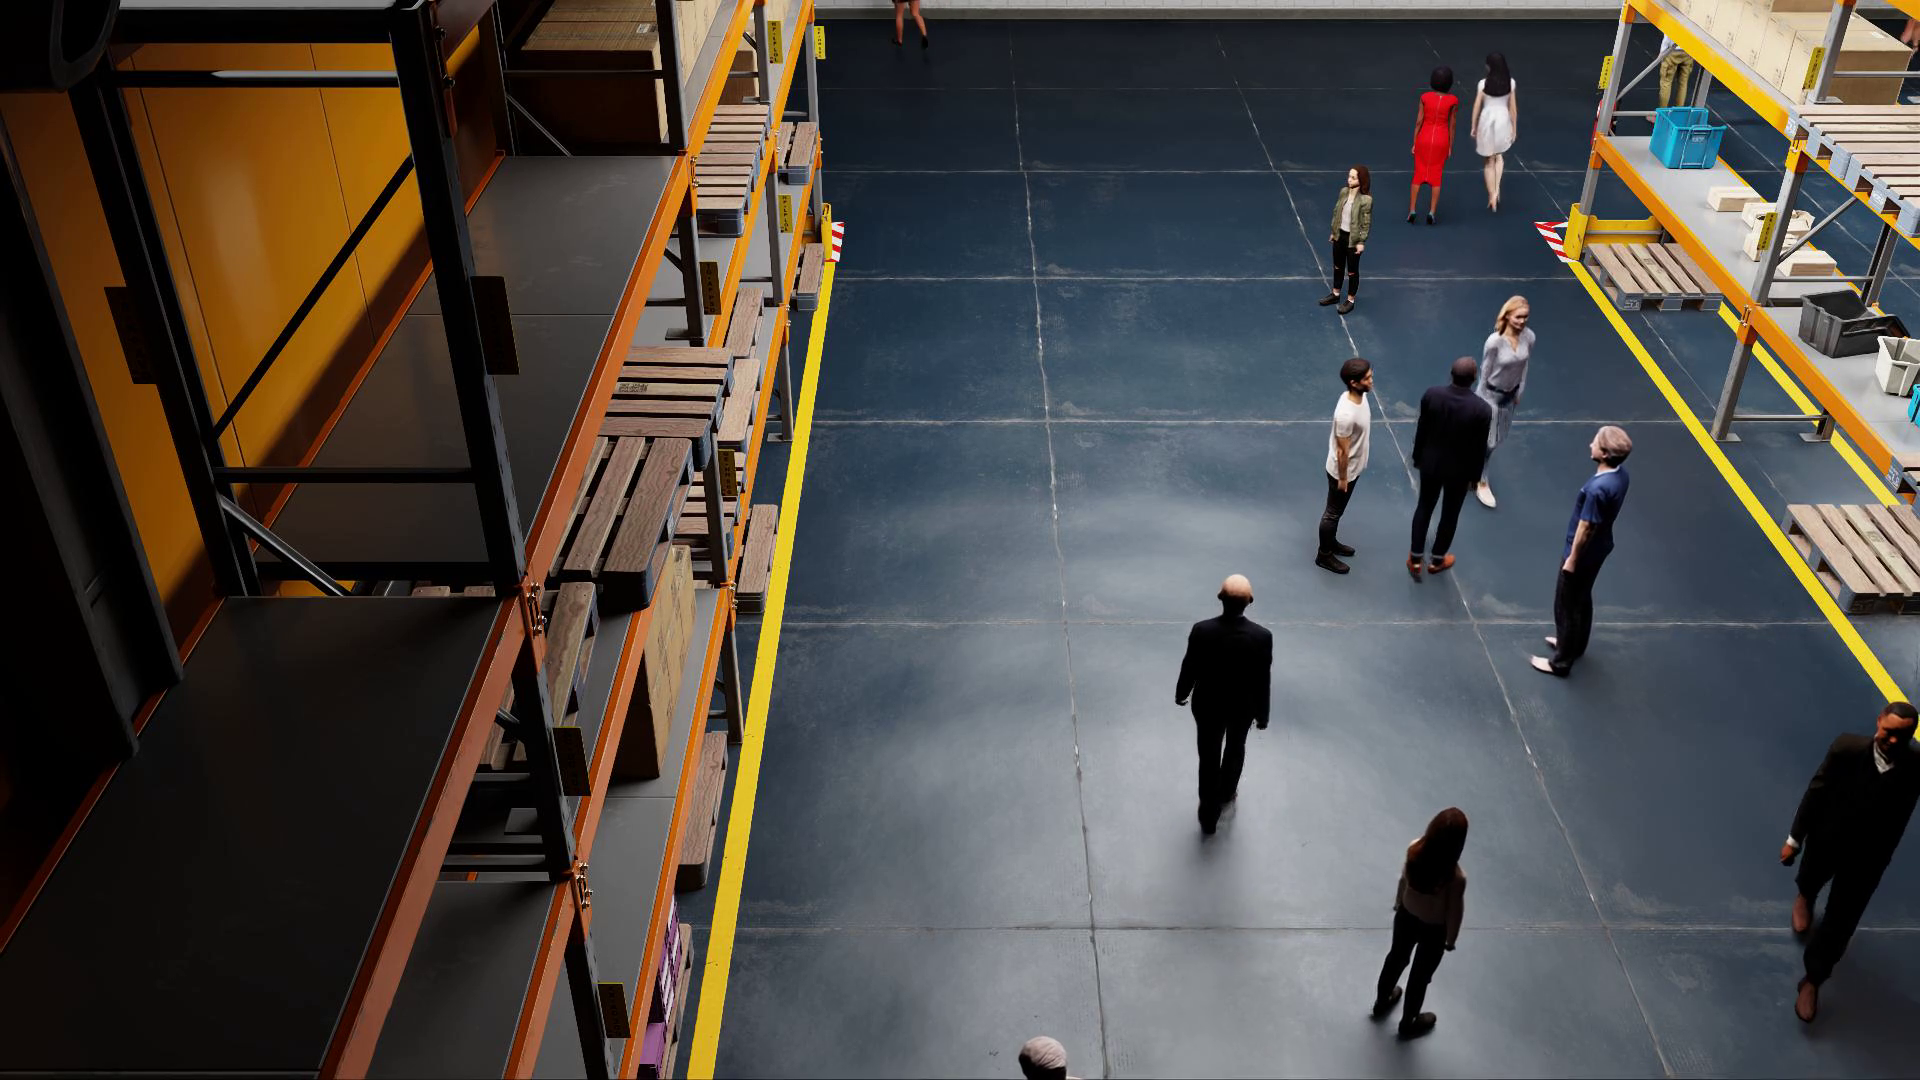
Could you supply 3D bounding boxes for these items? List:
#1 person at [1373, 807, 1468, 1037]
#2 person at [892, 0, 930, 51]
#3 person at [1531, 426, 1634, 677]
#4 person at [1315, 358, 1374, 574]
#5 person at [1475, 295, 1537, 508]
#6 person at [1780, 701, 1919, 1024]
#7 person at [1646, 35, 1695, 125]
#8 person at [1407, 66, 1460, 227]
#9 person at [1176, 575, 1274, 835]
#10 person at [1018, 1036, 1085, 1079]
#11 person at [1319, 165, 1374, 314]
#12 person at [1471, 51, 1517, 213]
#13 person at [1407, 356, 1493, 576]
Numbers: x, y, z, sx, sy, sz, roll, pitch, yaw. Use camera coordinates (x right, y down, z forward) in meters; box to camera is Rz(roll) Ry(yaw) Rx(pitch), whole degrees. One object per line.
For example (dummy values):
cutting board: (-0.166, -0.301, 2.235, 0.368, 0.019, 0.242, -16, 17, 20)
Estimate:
person: (2.435, 2.015, 8.768, 0.690, 1.479, 0.611, -23, 40, -31)
person: (-0.698, -7.620, 23.105, 0.894, 1.653, 1.083, -18, 38, -25)
person: (4.285, 0.072, 11.341, 0.794, 1.865, 0.683, 20, 39, 28)
person: (2.881, -0.582, 12.455, 0.754, 1.721, 0.602, 12, 35, 17)
person: (4.241, -1.164, 13.278, 0.755, 1.780, 0.997, -8, 35, -12)
person: (4.829, 1.585, 9.069, 1.096, 1.861, 1.375, 15, 37, 22)
person: (8.931, -6.060, 20.615, 0.711, 1.812, 0.618, -5, 34, -8)
person: (5.093, -4.246, 17.948, 0.626, 1.744, 0.584, 9, 35, 14)
person: (1.582, 1.044, 9.955, 0.756, 1.782, 0.808, 3, 34, 4)
person: (0.355, 2.818, 7.309, 0.684, 1.756, 0.638, -10, 35, -15)
person: (3.803, -2.952, 16.243, 0.720, 1.475, 0.631, -23, 40, -30)
person: (5.828, -4.422, 18.219, 0.700, 1.735, 0.766, 7, 34, 11)
person: (3.583, -0.528, 12.285, 0.843, 1.820, 0.884, 22, 39, 29)
